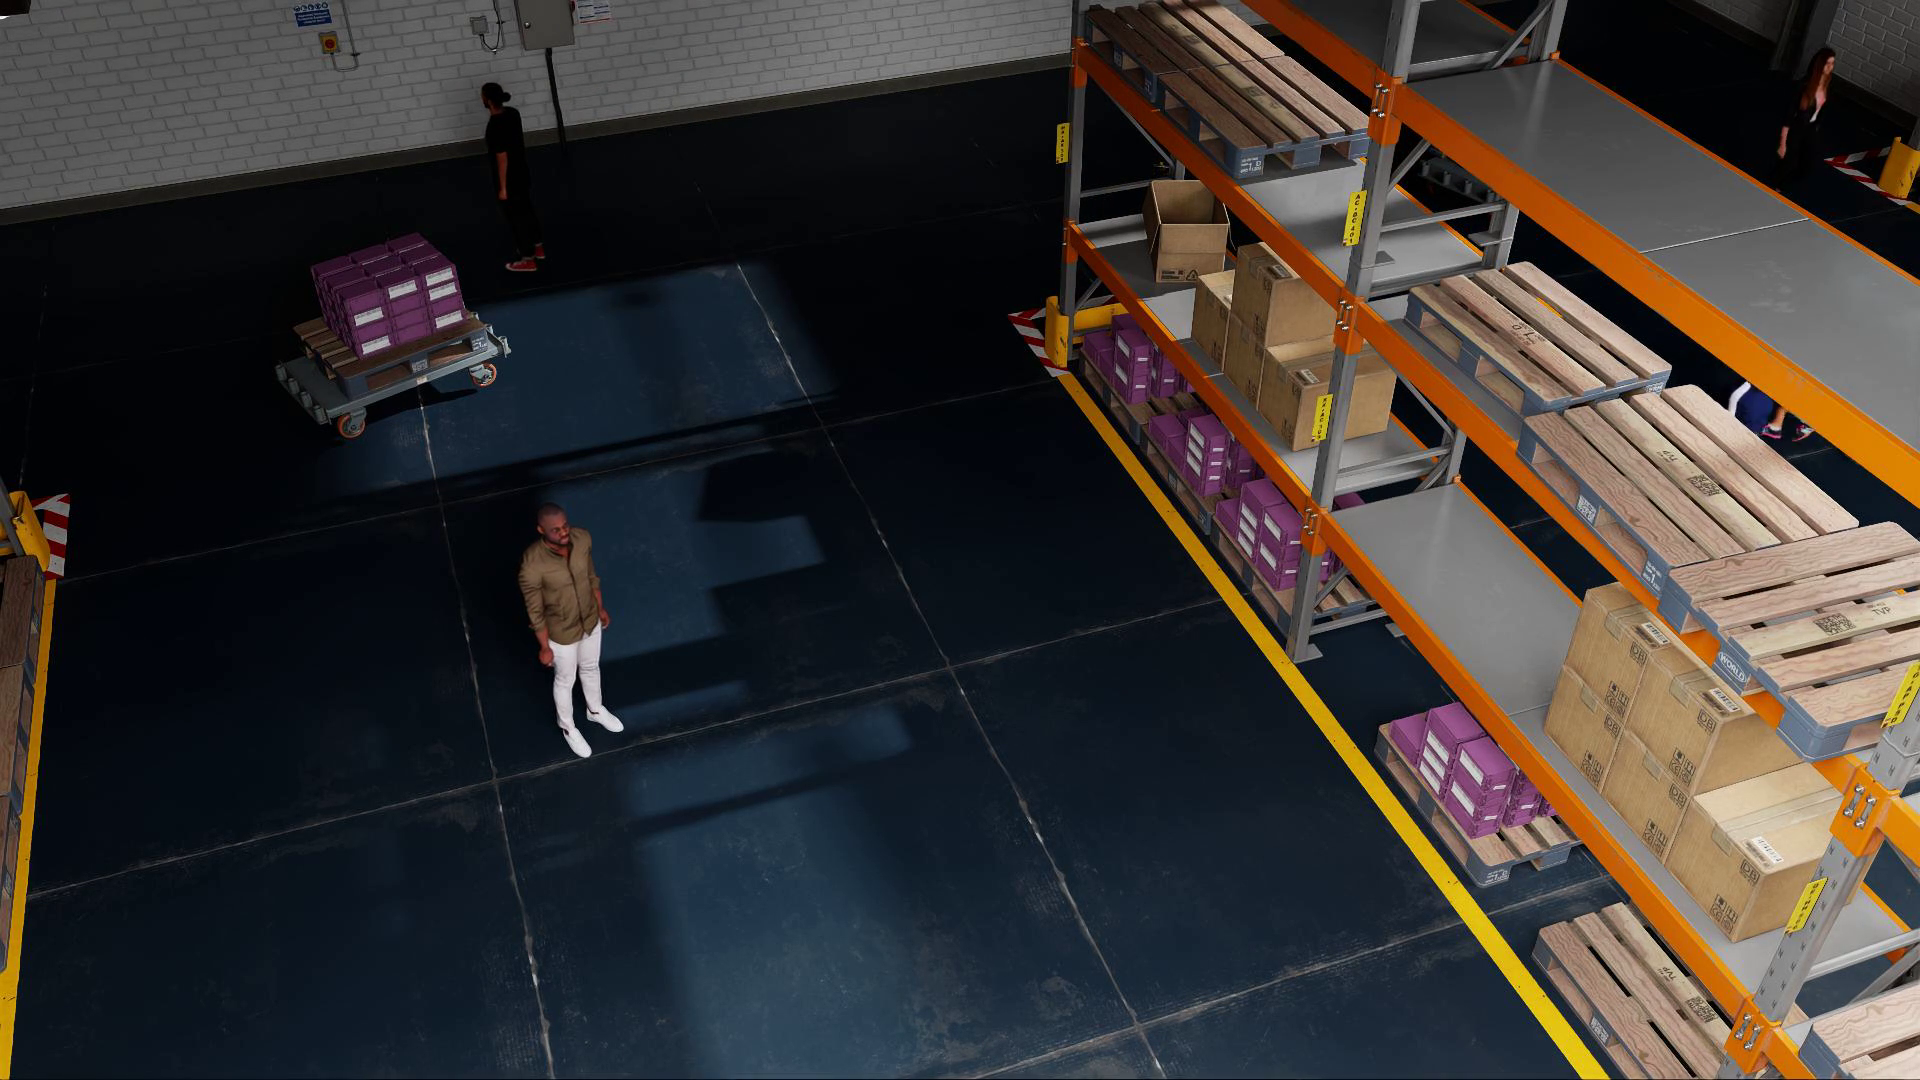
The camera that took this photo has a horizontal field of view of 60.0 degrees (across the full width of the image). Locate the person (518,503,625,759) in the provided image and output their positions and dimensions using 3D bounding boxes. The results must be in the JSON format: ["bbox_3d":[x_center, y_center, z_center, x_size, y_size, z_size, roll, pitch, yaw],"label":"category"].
[{"bbox_3d":[-2.367,0.509,10.098,0.798,1.825,0.807,25,45,28],"label":"person"}]

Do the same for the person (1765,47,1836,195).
[{"bbox_3d":[7.829,-3.858,15.666,0.642,1.701,0.612,-11,40,-14],"label":"person"}]

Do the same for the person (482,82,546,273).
[{"bbox_3d":[-4.002,-3.246,14.855,0.768,1.756,0.643,6,39,7],"label":"person"}]
